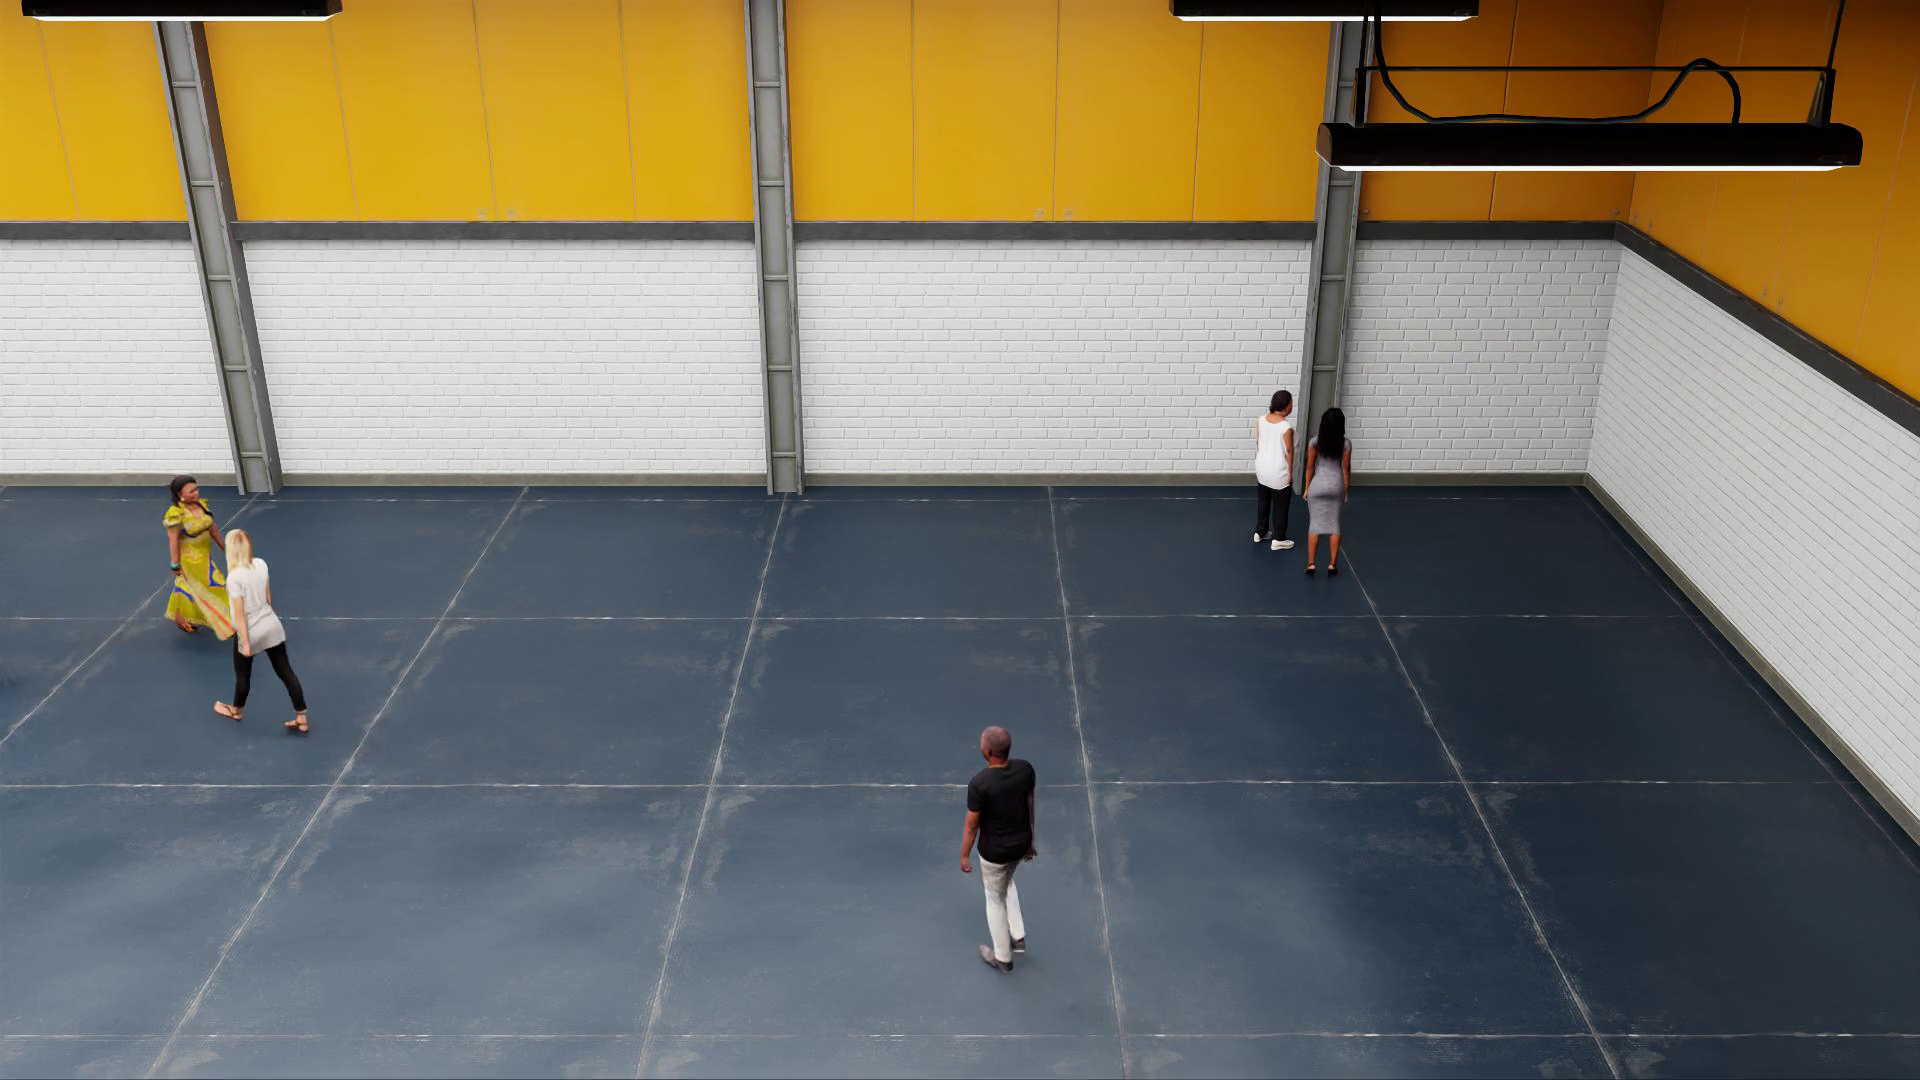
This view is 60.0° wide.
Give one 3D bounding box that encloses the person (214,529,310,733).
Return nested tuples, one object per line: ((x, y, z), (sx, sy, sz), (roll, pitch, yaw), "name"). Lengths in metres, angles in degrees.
((-5.668, 0.795, 13.644), (1.199, 1.786, 0.921), (9, 25, 20), "person")

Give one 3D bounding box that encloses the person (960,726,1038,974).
((0.326, 2.048, 10.775), (0.771, 1.789, 0.862), (-15, 28, -31), "person")

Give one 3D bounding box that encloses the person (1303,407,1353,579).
((3.644, -0.468, 16.540), (0.515, 1.781, 0.677), (3, 24, 7), "person")

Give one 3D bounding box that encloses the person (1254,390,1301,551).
((3.294, -0.745, 17.286), (0.786, 1.691, 0.762), (-14, 27, -29), "person")

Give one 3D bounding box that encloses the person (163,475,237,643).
((-7.094, 0.183, 15.268), (1.343, 1.606, 0.842), (3, 24, 6), "person")
